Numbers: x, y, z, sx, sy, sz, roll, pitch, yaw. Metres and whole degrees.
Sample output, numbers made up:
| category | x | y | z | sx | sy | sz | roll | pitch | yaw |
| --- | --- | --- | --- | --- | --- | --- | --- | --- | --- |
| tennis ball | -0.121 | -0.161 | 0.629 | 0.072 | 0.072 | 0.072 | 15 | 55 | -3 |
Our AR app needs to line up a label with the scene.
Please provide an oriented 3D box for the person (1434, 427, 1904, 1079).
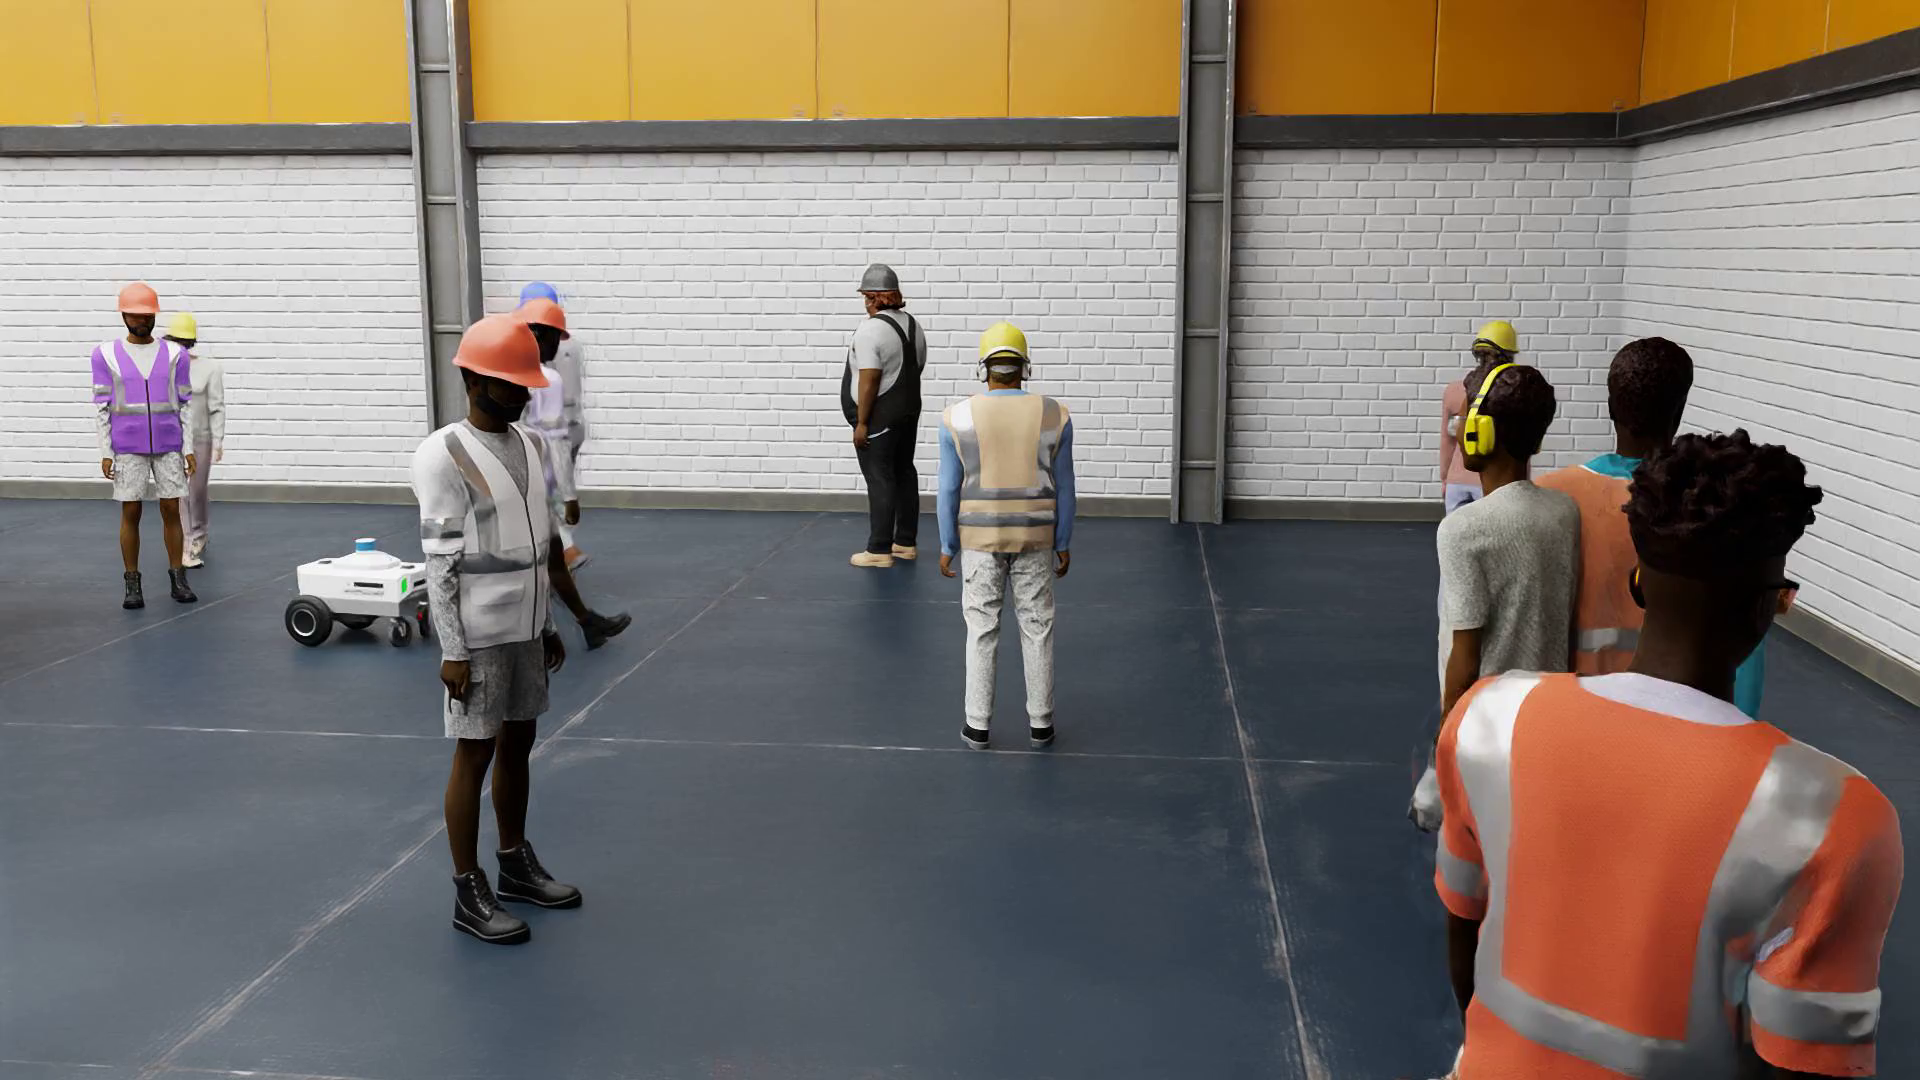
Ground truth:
| category | x | y | z | sx | sy | sz | roll | pitch | yaw |
| --- | --- | --- | --- | --- | --- | --- | --- | --- | --- |
| person | 0.854 | 0.803 | 2.195 | 0.610 | 1.916 | 1.023 | 9 | 13 | 42 |

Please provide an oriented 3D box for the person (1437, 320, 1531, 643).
| category | x | y | z | sx | sy | sz | roll | pitch | yaw |
| --- | --- | --- | --- | --- | --- | --- | --- | --- | --- |
| person | 2.789 | -0.282 | 8.843 | 0.345 | 1.758 | 0.532 | -8 | 13 | -39 |

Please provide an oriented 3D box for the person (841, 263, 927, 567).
| category | x | y | z | sx | sy | sz | roll | pitch | yaw |
| --- | --- | --- | --- | --- | --- | --- | --- | --- | --- |
| person | -0.549 | -0.845 | 11.248 | 0.535 | 2.000 | 0.684 | 6 | 12 | 31 |

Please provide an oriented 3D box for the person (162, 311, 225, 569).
| category | x | y | z | sx | sy | sz | roll | pitch | yaw |
| --- | --- | --- | --- | --- | --- | --- | --- | --- | --- |
| person | -5.283 | -0.697 | 11.317 | 0.527 | 1.719 | 0.844 | -5 | 11 | -27 |

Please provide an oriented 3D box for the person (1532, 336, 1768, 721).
| category | x | y | z | sx | sy | sz | roll | pitch | yaw |
| --- | --- | --- | --- | --- | --- | --- | --- | --- | --- |
| person | 1.638 | 0.467 | 4.090 | 0.593 | 1.920 | 0.391 | 4 | 11 | 22 |

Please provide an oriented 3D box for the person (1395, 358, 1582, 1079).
| category | x | y | z | sx | sy | sz | roll | pitch | yaw |
| --- | --- | --- | --- | --- | --- | --- | --- | --- | --- |
| person | 1.284 | 0.501 | 4.029 | 0.517 | 1.873 | 0.334 | -7 | 12 | -36 |

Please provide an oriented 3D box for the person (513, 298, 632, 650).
| category | x | y | z | sx | sy | sz | roll | pitch | yaw |
| --- | --- | --- | --- | --- | --- | --- | --- | --- | --- |
| person | -2.149 | -0.298 | 8.591 | 0.957 | 1.869 | 0.585 | -8 | 13 | -38 |

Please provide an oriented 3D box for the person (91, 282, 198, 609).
| category | x | y | z | sx | sy | sz | roll | pitch | yaw |
| --- | --- | --- | --- | --- | --- | --- | --- | --- | --- |
| person | -4.850 | -0.565 | 9.938 | 0.544 | 1.939 | 0.353 | -7 | 12 | -34 |

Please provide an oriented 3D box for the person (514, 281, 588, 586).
| category | x | y | z | sx | sy | sz | roll | pitch | yaw |
| --- | --- | --- | --- | --- | --- | --- | --- | --- | --- |
| person | -2.565 | -0.649 | 10.449 | 0.468 | 1.926 | 0.633 | 4 | 11 | 24 |

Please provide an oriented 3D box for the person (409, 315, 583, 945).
| category | x | y | z | sx | sy | sz | roll | pitch | yaw |
| --- | --- | --- | --- | --- | --- | --- | --- | --- | --- |
| person | -1.421 | 0.270 | 5.186 | 0.367 | 1.930 | 0.542 | 4 | 11 | 21 |

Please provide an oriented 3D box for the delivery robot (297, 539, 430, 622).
| category | x | y | z | sx | sy | sz | roll | pitch | yaw |
| --- | --- | --- | --- | --- | --- | --- | --- | --- | --- |
| delivery robot | -3.218 | 0.236 | 9.041 | 0.707 | 0.478 | 0.477 | 3 | 10 | 15 |

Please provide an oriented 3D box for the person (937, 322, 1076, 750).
| category | x | y | z | sx | sy | sz | roll | pitch | yaw |
| --- | --- | --- | --- | --- | --- | --- | --- | --- | --- |
| person | 0.195 | -0.008 | 7.084 | 0.588 | 1.823 | 0.403 | -1 | 10 | -3 |
